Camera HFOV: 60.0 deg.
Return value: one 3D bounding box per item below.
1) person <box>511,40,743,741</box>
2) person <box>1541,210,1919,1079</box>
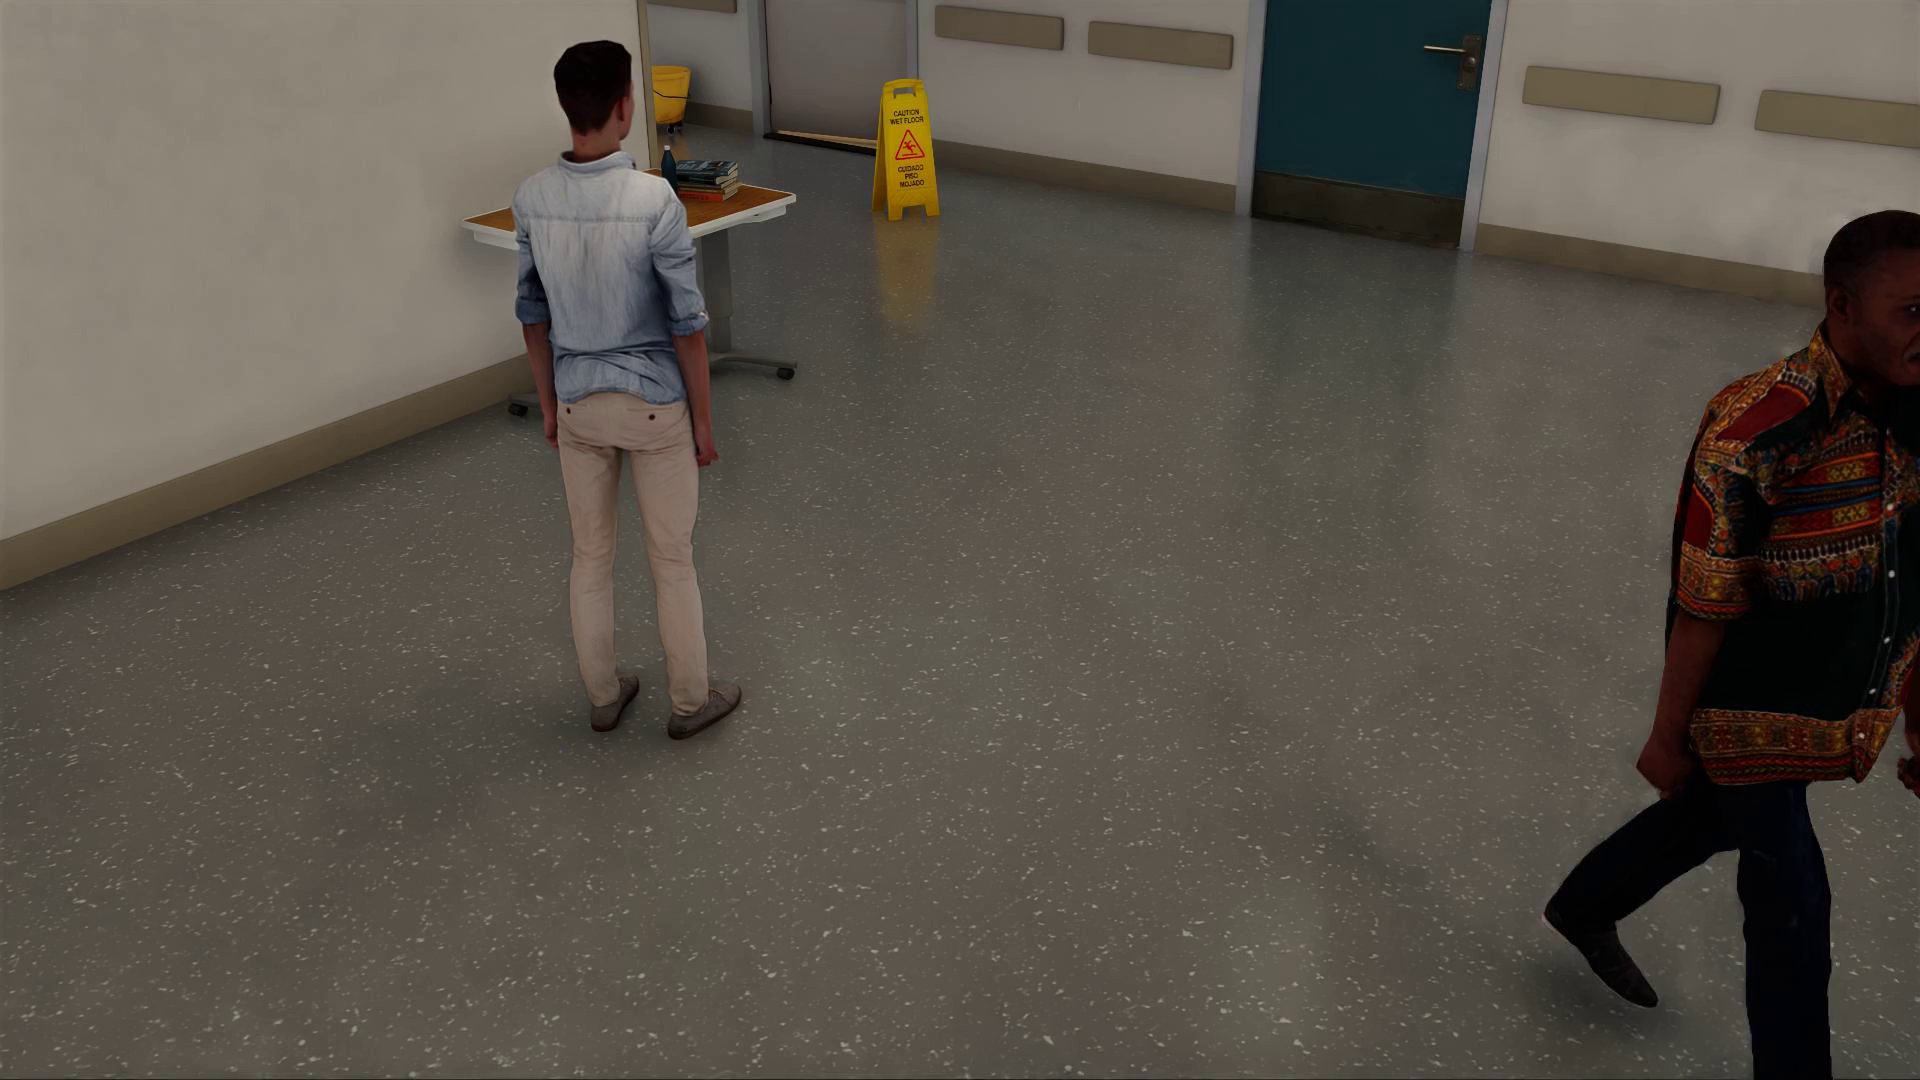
[{"bbox_3d":[-0.879,-0.344,4.309,0.609,1.847,0.780,6,26,13],"label":"person"},{"bbox_3d":[1.456,0.276,3.080,1.095,1.757,1.308,-10,28,-20],"label":"person"}]
